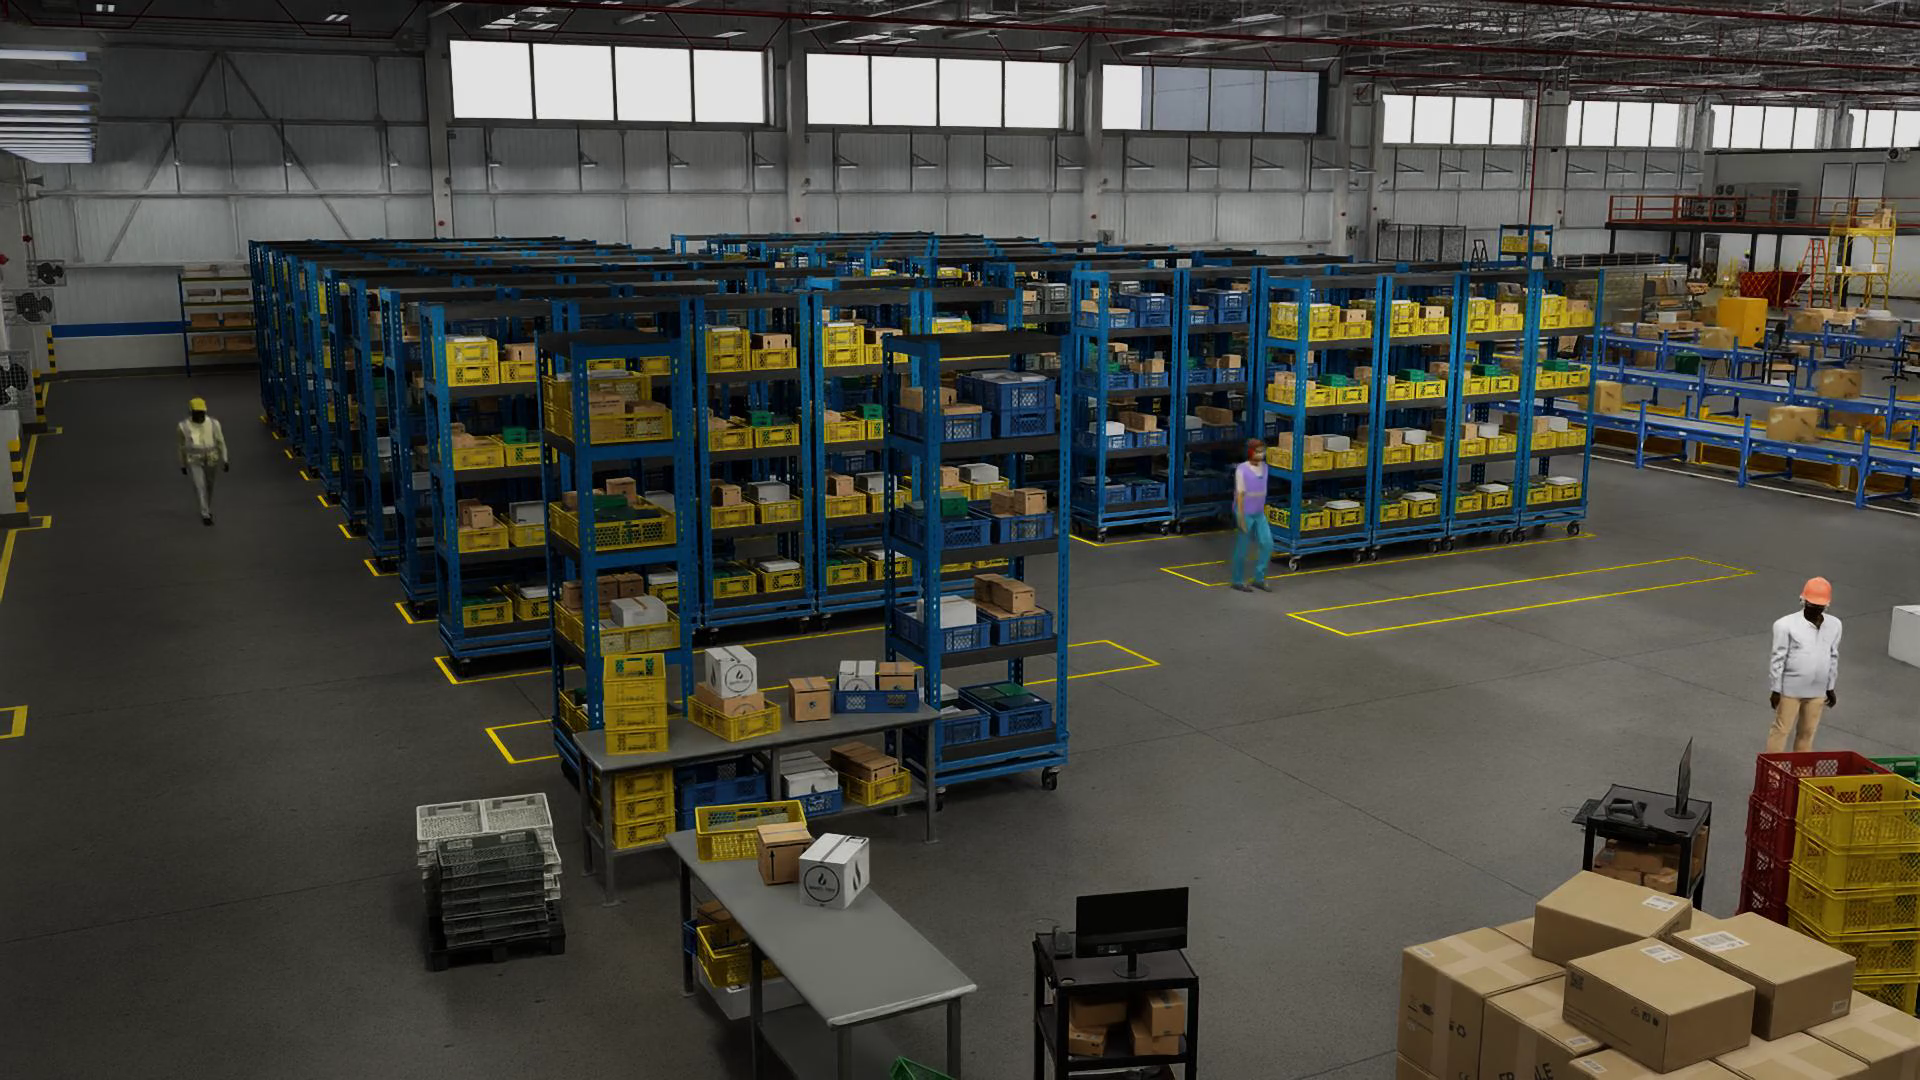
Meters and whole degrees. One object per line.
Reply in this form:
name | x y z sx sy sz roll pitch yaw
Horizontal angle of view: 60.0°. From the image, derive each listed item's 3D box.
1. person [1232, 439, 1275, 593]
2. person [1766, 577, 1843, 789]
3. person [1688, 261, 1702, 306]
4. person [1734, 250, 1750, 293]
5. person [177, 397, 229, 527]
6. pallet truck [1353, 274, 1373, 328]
person | 3.429 -0.269 19.240 0.609 1.820 0.642 -11 16 -41
person | 6.541 1.133 12.869 0.563 1.748 0.340 -2 12 -8
person | 27.931 -9.689 63.298 0.730 1.847 0.399 -11 16 -42
person | 34.291 -11.689 72.570 1.062 1.858 0.600 6 13 25
person | -10.652 -1.133 23.396 0.604 1.793 0.932 -9 15 -38
pallet truck | 13.011 -8.050 55.243 0.823 1.965 1.885 -7 14 -28
